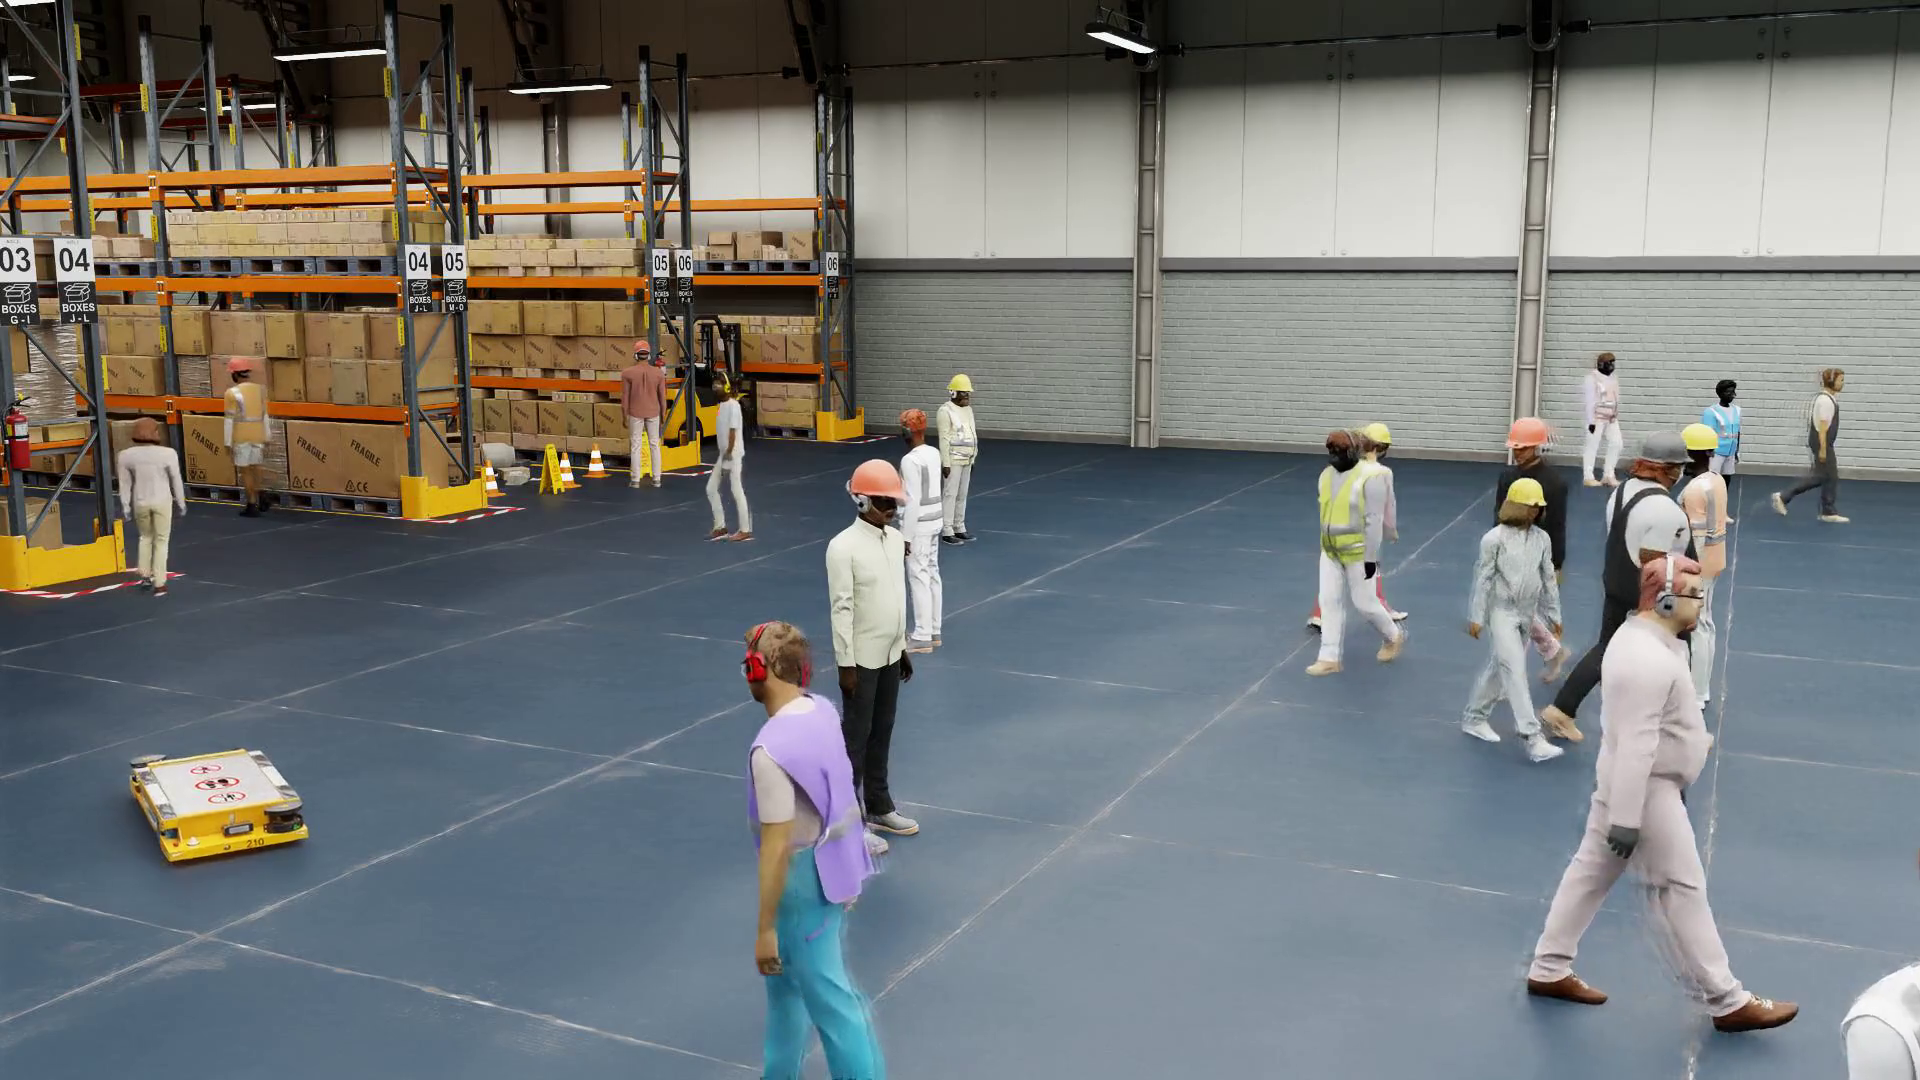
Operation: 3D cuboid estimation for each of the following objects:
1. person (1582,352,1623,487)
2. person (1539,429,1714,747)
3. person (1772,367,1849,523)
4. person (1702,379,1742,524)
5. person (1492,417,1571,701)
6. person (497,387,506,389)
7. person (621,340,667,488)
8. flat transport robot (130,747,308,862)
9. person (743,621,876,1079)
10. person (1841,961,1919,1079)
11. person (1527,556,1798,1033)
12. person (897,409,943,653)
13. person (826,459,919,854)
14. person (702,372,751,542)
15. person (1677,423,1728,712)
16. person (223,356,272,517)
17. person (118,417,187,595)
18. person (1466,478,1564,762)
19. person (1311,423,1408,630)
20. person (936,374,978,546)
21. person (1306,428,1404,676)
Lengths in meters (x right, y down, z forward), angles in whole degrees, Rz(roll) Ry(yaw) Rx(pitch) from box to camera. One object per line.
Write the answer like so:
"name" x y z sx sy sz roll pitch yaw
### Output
"person" 8.717 -1.611 22.440 0.663 1.822 0.627 -6 11 -32
"person" 4.137 0.279 10.203 0.998 2.000 0.679 -1 9 -8
"person" 9.969 -1.102 19.371 0.744 1.826 0.517 5 11 30
"person" 8.780 -1.012 19.198 0.530 1.689 0.321 -4 10 -22
"person" 3.956 0.110 11.536 0.920 1.952 0.630 -4 10 -24
"person" -7.967 -2.776 29.306 0.382 1.918 0.597 4 10 25
"person" -4.269 -1.697 22.490 0.612 1.988 0.402 -4 10 -22
"flat transport robot" -3.990 1.374 8.897 0.652 0.197 1.431 -6 11 -33
"person" -0.529 1.170 5.479 0.641 1.802 0.643 1 9 9
"person" 1.999 1.497 3.302 0.597 1.884 0.472 -5 11 -29
"person" 2.736 0.977 6.486 0.983 1.850 0.671 3 10 17
"person" -0.316 -0.070 12.821 0.356 1.883 0.575 3 10 20
"person" -0.444 0.579 8.506 0.377 1.995 0.611 5 11 28
"person" -2.543 -0.879 17.885 0.650 1.848 0.516 -6 11 -31
"person" 4.904 0.185 11.125 0.382 1.928 0.587 7 11 36
"person" -8.476 -1.218 19.734 0.403 1.923 0.578 5 11 29
"person" -7.316 -0.308 15.103 0.506 1.620 0.437 -1 9 -9
"person" 3.411 0.466 10.094 0.510 1.687 0.911 -4 10 -24
"person" 3.267 -0.092 13.527 0.987 1.708 0.497 -3 10 -18
"person" -0.014 -0.863 17.849 0.404 1.827 0.599 5 11 28
"person" 2.907 0.079 12.136 0.766 1.816 0.625 -6 11 -33
